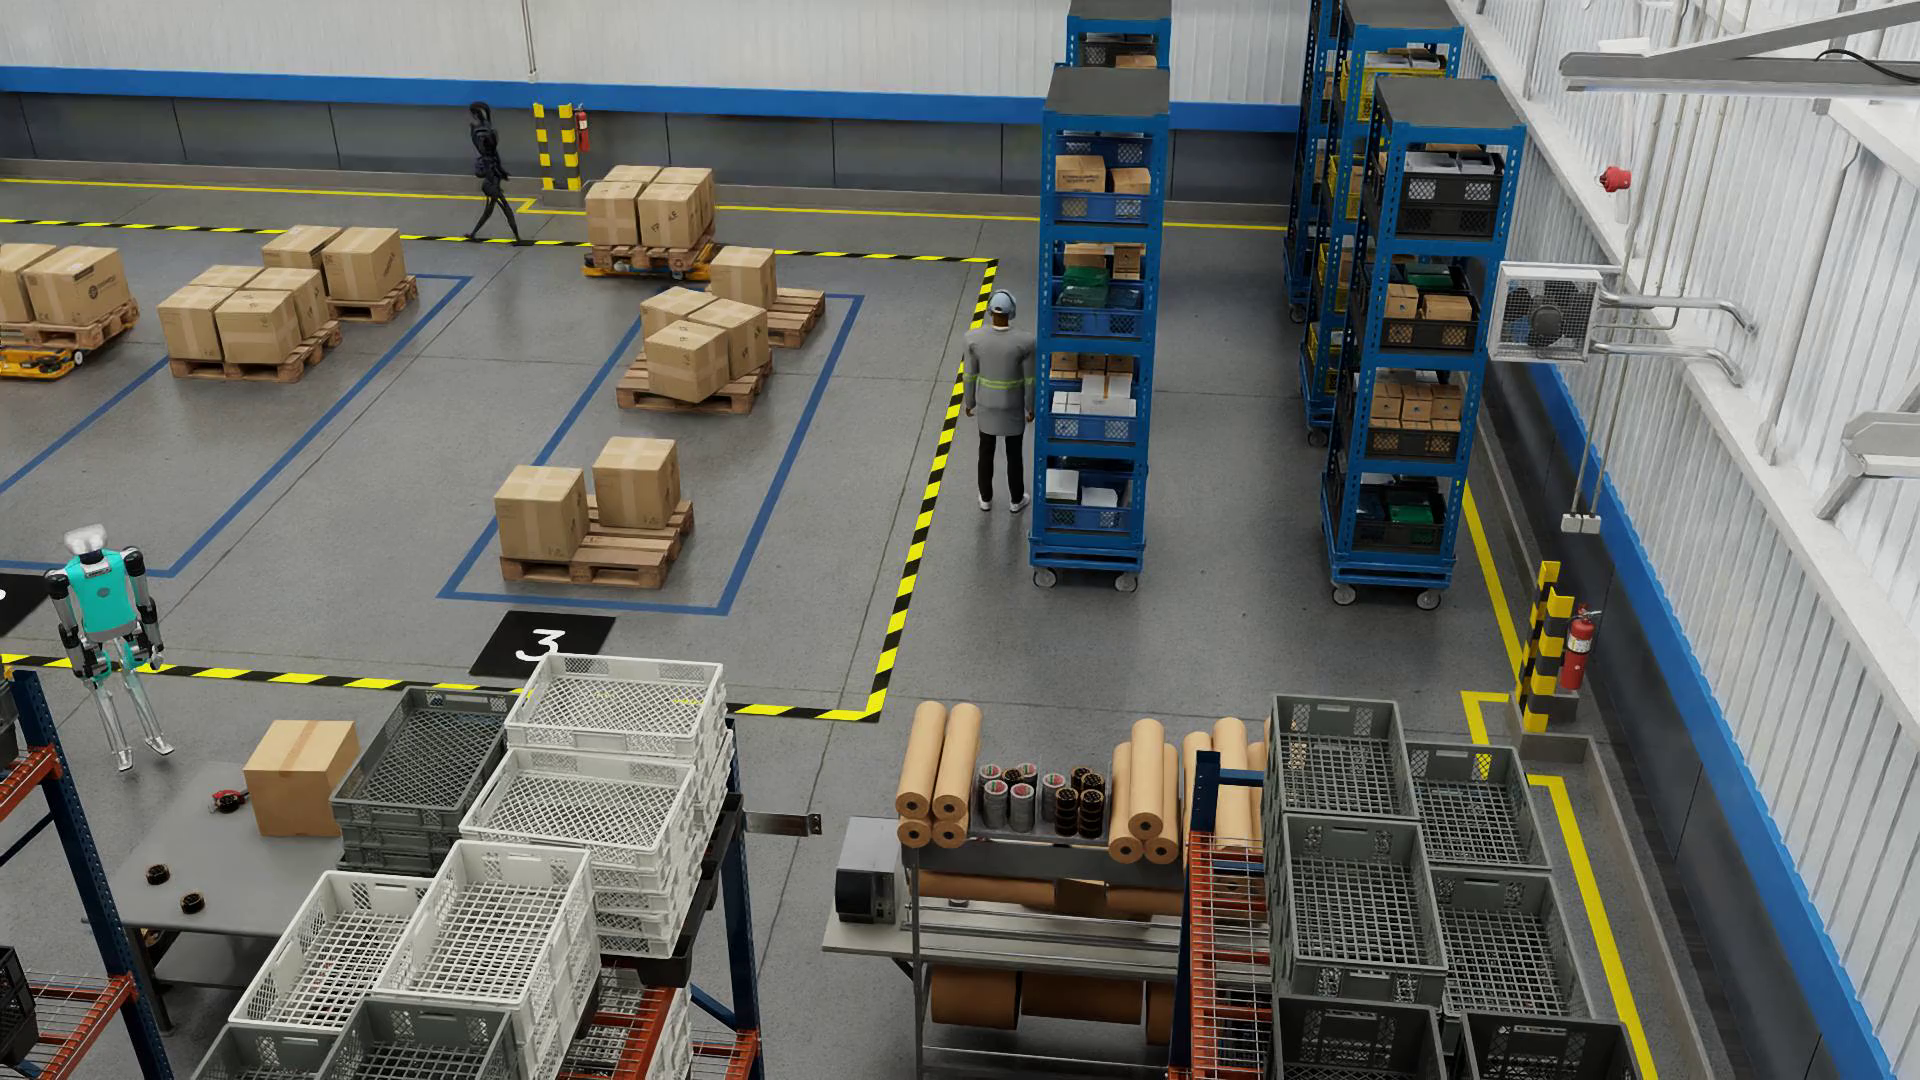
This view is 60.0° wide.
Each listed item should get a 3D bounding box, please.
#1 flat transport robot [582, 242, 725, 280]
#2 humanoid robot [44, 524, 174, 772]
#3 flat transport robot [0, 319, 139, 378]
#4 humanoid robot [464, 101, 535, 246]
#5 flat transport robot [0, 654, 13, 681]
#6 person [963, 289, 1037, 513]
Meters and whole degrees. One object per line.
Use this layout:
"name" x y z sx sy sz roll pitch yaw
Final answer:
"flat transport robot" -3.267 -3.026 17.844 1.431 0.197 0.652 3 30 6
"humanoid robot" -5.162 0.583 10.079 0.533 1.677 0.735 -22 37 -32
"flat transport robot" -8.600 -1.940 15.979 0.652 0.197 1.431 3 30 6
"humanoid robot" -5.150 -3.999 18.213 0.793 1.645 0.589 -3 30 -5
"flat transport robot" -7.142 0.969 11.010 1.431 0.231 0.659 3 30 6
"person" 0.321 -1.080 12.955 0.588 1.853 0.393 7 31 11
